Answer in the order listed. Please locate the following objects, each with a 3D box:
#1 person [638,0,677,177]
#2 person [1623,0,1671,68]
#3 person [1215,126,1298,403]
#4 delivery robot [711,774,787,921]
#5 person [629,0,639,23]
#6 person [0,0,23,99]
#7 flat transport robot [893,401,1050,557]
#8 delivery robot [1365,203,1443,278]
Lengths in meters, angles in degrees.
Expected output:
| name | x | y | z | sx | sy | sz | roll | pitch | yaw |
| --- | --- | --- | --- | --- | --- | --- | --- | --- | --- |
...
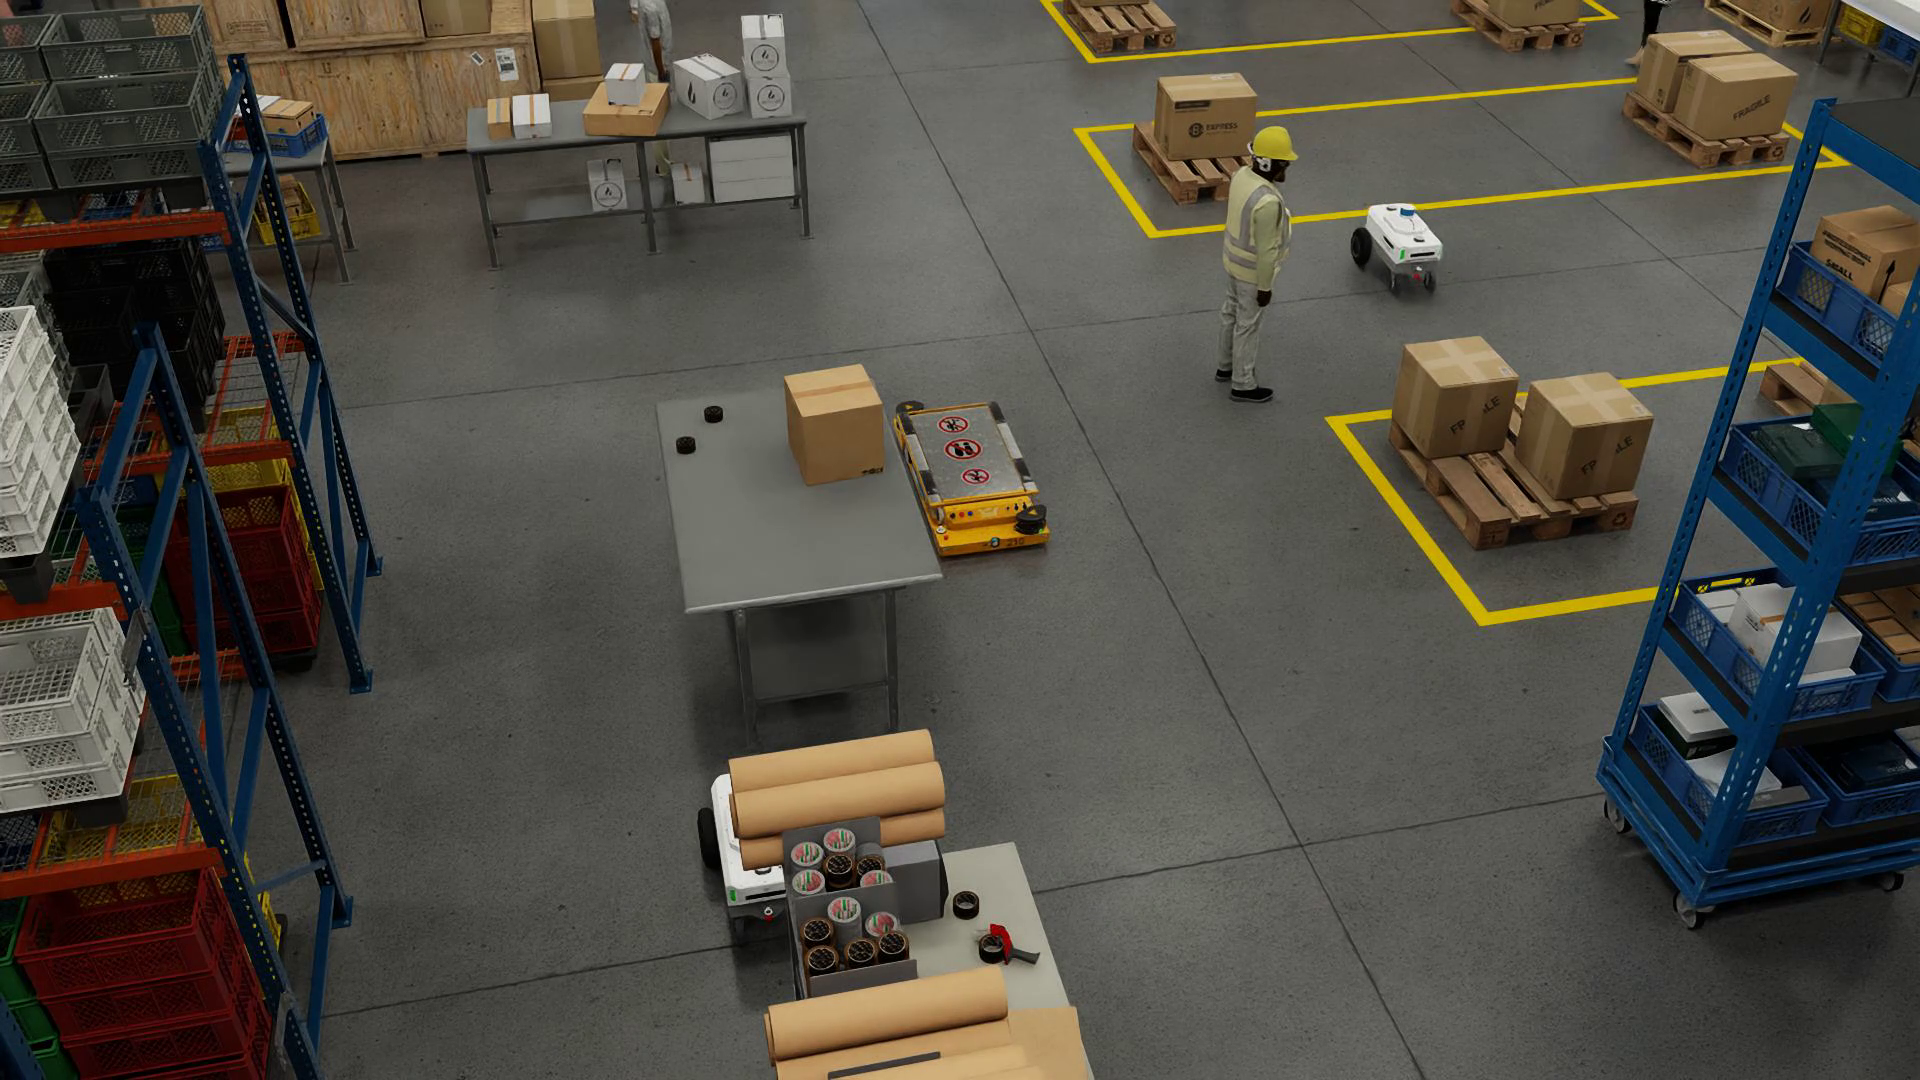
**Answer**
| name | x | y | z | sx | sy | sz | roll | pitch | yaw |
| --- | --- | --- | --- | --- | --- | --- | --- | --- | --- |
| person | -2.364 | -3.749 | 13.238 | 0.334 | 1.873 | 0.517 | -7 | 37 | -9 |
| person | 6.462 | -5.243 | 15.415 | 0.817 | 1.647 | 0.550 | -29 | 46 | -33 |
| person | 1.876 | -1.758 | 10.597 | 0.404 | 1.829 | 0.591 | -7 | 37 | -9 |
| delivery robot | -0.905 | 1.343 | 7.414 | 0.477 | 0.478 | 0.707 | -8 | 37 | -10 |
| person | -3.213 | -6.069 | 16.381 | 0.430 | 1.845 | 0.624 | -7 | 37 | -9 |
| person | -7.673 | -3.842 | 13.333 | 0.399 | 1.910 | 0.643 | -7 | 37 | -9 |
| flat transport robot | 0.046 | -0.430 | 10.108 | 0.652 | 0.197 | 1.431 | -8 | 37 | -10 |
| delivery robot | 3.253 | -2.225 | 12.210 | 0.477 | 0.478 | 0.707 | -6 | 37 | -8 |
